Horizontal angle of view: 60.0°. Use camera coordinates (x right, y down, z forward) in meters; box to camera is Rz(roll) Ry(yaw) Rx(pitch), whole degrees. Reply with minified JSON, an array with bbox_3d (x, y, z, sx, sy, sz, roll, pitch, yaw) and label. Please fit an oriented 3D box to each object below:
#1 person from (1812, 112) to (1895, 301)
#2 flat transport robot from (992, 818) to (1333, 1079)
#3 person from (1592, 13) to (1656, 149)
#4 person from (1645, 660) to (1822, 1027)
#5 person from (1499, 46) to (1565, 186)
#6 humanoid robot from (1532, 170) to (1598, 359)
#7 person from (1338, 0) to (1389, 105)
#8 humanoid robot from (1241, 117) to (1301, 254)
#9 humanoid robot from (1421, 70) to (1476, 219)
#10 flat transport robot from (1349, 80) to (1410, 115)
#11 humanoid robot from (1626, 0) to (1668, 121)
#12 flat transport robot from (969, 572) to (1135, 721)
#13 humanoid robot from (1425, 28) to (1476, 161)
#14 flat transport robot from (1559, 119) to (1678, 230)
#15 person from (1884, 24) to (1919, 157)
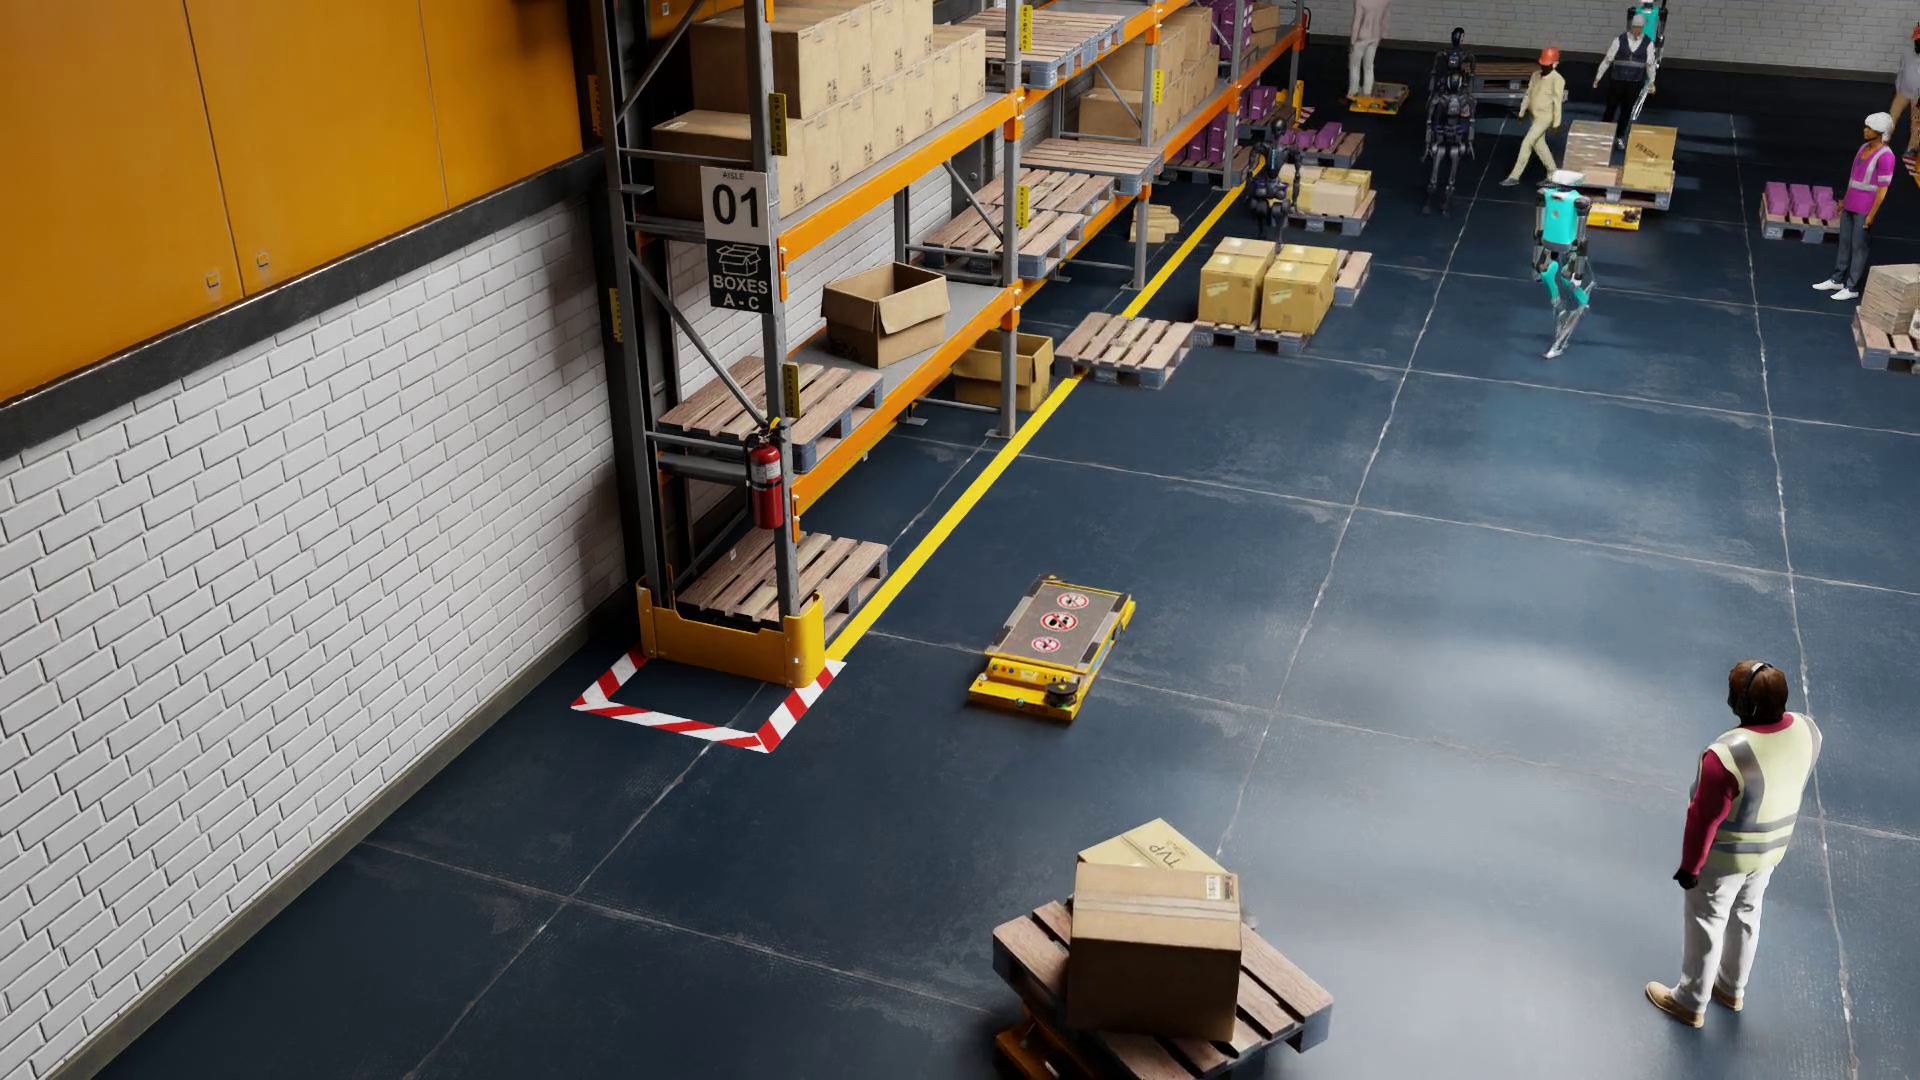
[{"bbox_3d":[8.876,-3.291,16.410,0.320,1.846,0.522,-2,27,-4],"label":"person"},{"bbox_3d":[0.934,2.156,7.568,1.431,0.231,0.659,-17,32,-29],"label":"flat transport robot"},{"bbox_3d":[8.715,-6.009,21.808,0.793,1.743,0.461,7,28,14],"label":"person"},{"bbox_3d":[3.433,1.360,7.422,0.617,1.830,0.430,-12,30,-22],"label":"person"},{"bbox_3d":[7.015,-5.114,20.094,0.721,1.699,0.579,-1,27,-2],"label":"person"},{"bbox_3d":[5.495,-2.430,14.978,0.809,1.882,0.546,-19,33,-32],"label":"humanoid robot"},{"bbox_3d":[5.808,-7.211,23.936,0.660,1.921,0.554,-14,30,-24],"label":"person"},{"bbox_3d":[3.158,-3.497,17.020,0.600,1.640,0.592,9,29,18],"label":"humanoid robot"},{"bbox_3d":[5.582,-4.515,18.967,0.595,1.654,0.328,1,27,3],"label":"humanoid robot"},{"bbox_3d":[6.136,-6.456,24.273,0.659,0.231,1.431,10,29,19],"label":"flat transport robot"},{"bbox_3d":[9.590,-6.759,23.335,0.555,1.843,0.854,14,31,26],"label":"humanoid robot"},{"bbox_3d":[0.607,0.647,10.496,0.659,0.231,1.431,10,29,18],"label":"flat transport robot"},{"bbox_3d":[6.268,-5.695,21.245,0.599,1.657,0.315,10,29,19],"label":"humanoid robot"},{"bbox_3d":[7.586,-3.907,19.329,0.659,0.231,1.431,11,29,20],"label":"flat transport robot"},{"bbox_3d":[12.175,-5.742,21.318,0.898,1.697,0.565,-15,31,-27],"label":"person"}]
